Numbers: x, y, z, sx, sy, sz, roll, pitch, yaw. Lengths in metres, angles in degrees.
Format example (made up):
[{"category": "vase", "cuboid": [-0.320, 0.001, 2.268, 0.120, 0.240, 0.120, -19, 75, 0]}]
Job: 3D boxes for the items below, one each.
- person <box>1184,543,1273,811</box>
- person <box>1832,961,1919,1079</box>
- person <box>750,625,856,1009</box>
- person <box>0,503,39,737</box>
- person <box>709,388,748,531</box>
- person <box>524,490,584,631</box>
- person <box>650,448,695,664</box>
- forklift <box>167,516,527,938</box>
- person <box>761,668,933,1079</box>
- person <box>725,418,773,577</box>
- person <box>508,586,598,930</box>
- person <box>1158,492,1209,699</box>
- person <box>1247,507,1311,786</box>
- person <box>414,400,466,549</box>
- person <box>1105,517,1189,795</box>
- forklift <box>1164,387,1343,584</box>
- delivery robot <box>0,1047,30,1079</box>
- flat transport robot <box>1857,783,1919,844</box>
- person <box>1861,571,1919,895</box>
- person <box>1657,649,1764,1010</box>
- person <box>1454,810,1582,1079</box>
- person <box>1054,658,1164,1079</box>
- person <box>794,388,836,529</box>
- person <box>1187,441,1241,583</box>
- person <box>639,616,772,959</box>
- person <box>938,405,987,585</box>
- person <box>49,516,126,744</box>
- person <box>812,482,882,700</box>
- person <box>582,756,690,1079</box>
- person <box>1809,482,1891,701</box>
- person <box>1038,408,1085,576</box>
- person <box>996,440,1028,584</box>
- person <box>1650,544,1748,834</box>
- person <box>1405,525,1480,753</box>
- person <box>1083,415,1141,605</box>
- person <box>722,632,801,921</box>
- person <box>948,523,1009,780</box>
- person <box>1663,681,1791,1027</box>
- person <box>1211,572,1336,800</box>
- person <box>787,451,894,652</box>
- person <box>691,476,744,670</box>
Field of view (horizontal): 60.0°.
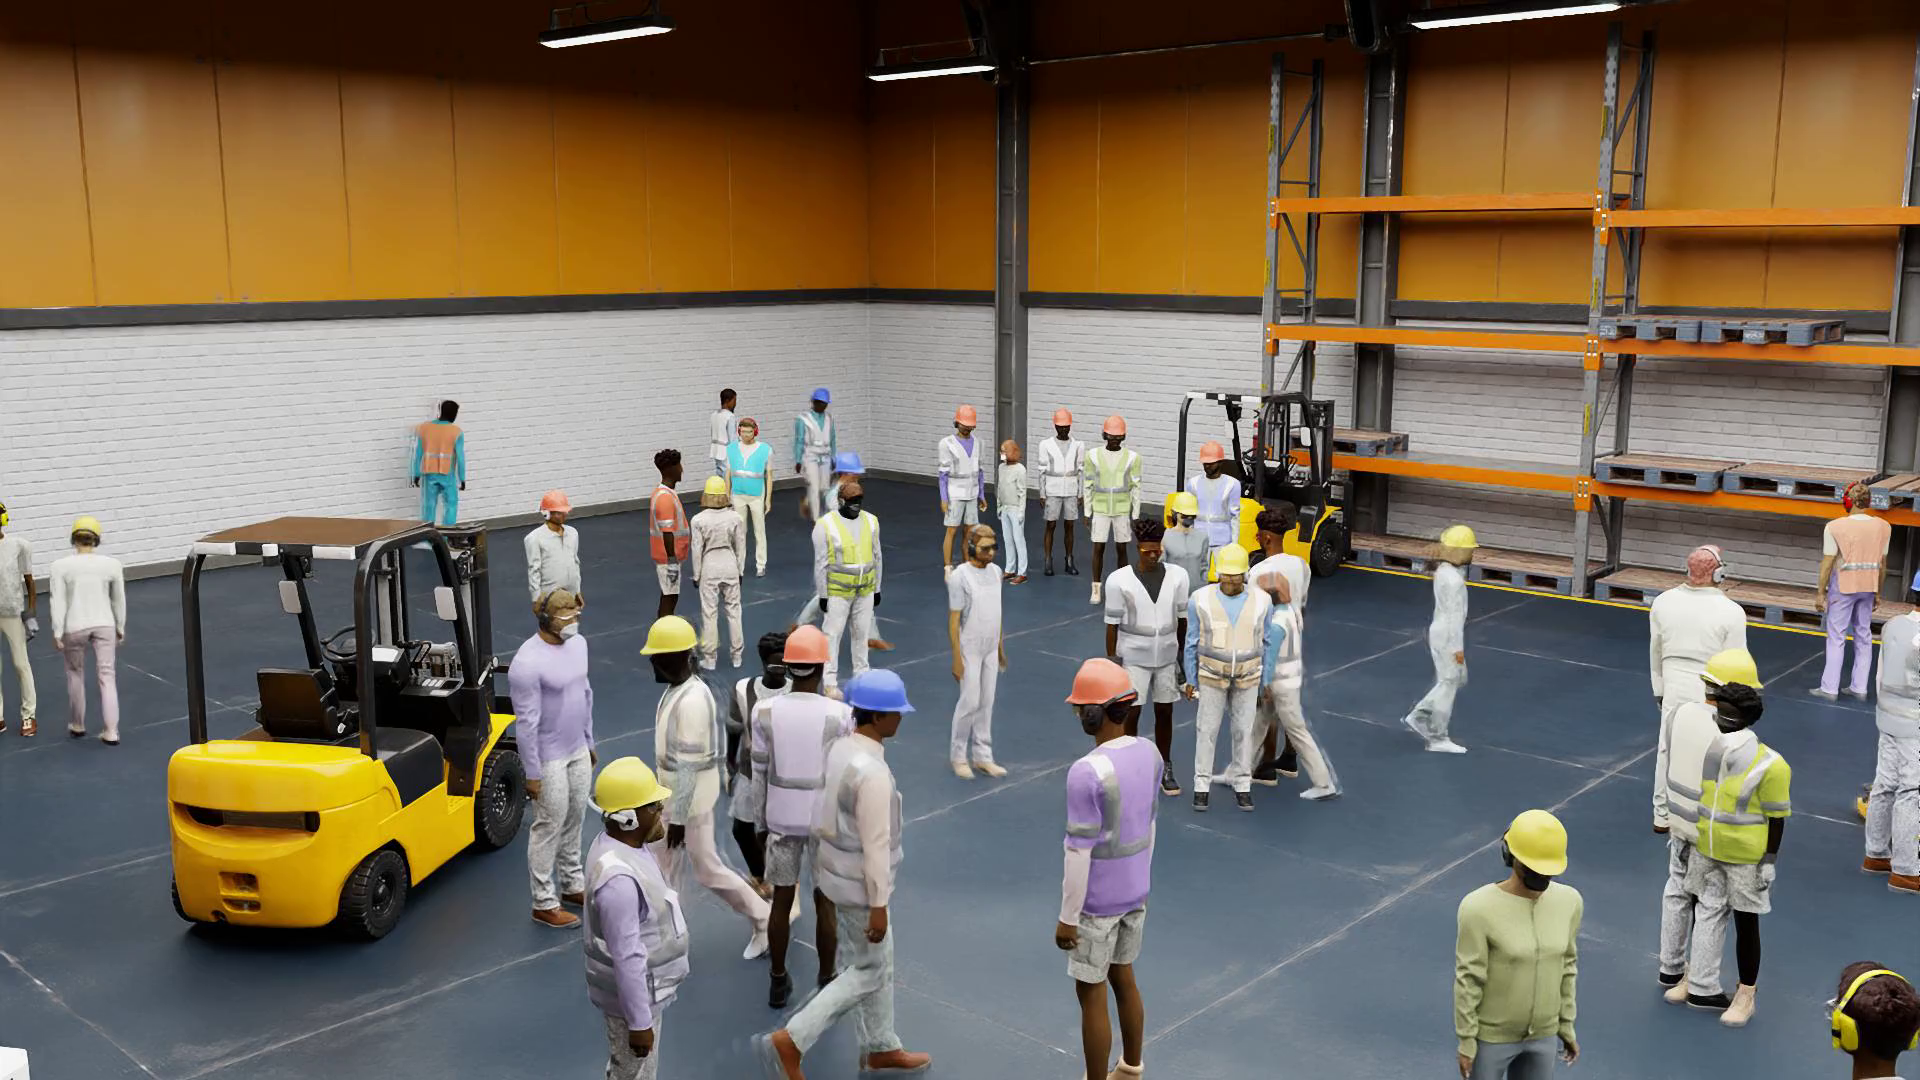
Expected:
[{"category": "person", "cuboid": [1.799, 0.916, 11.129, 0.600, 1.827, 0.404, 0, 10, 2]}, {"category": "person", "cuboid": [2.429, 2.061, 4.548, 0.505, 1.857, 0.331, -2, 10, -9]}, {"category": "person", "cuboid": [-0.748, 1.374, 8.239, 0.564, 1.930, 0.390, 2, 10, 9]}, {"category": "person", "cuboid": [-7.391, 0.599, 12.820, 0.515, 1.872, 0.328, -2, 10, -11]}, {"category": "person", "cuboid": [-3.115, -1.058, 22.135, 0.391, 1.913, 0.588, -7, 12, -35]}, {"category": "person", "cuboid": [-3.393, 0.446, 14.013, 0.321, 1.754, 0.563, 6, 12, 31]}, {"category": "person", "cuboid": [-2.633, 0.142, 15.145, 0.361, 1.965, 0.613, -2, 10, -13]}, {"category": "forklift", "cuboid": [-3.583, 0.976, 9.748, 1.214, 2.155, 2.313, 2, 10, 11]}, {"category": "person", "cuboid": [-0.514, 1.527, 7.424, 0.718, 1.922, 0.625, -3, 10, -15]}, {"category": "person", "cuboid": [-2.416, -0.492, 19.113, 0.566, 1.842, 0.389, 2, 10, 9]}, {"category": "person", "cuboid": [-2.244, 1.199, 9.252, 0.367, 1.929, 0.637, 4, 11, 19]}, {"category": "person", "cuboid": [1.848, 0.489, 13.851, 0.533, 1.729, 0.330, -4, 11, -21]}, {"category": "person", "cuboid": [2.203, 0.744, 11.722, 0.614, 1.962, 0.366, -9, 14, -42]}, {"category": "person", "cuboid": [-6.545, -0.802, 20.801, 0.738, 1.879, 0.387, 1, 10, 5]}, {"category": "person", "cuboid": [1.290, 0.804, 11.433, 0.611, 1.954, 0.394, -2, 10, -12]}, {"category": "forklift", "cuboid": [3.298, -0.608, 18.767, 1.214, 2.155, 2.313, 9, 13, 42]}, {"category": "delivery robot", "cuboid": [-4.105, 2.287, 6.685, 0.477, 0.478, 0.707, 2, 10, 11]}, {"category": "flat transport robot", "cuboid": [6.196, 1.832, 10.350, 0.652, 0.197, 1.431, 2, 10, 9]}, {"category": "person", "cuboid": [5.612, 1.097, 9.773, 0.403, 1.942, 0.608, 0, 10, 1]}, {"category": "person", "cuboid": [3.725, 1.431, 8.243, 0.403, 1.818, 0.601, -3, 10, -14]}, {"category": "person", "cuboid": [2.058, 1.830, 6.136, 0.523, 1.759, 0.335, -3, 10, -16]}, {"category": "person", "cuboid": [0.617, 1.510, 7.190, 0.409, 2.030, 0.611, 8, 12, 37]}, {"category": "person", "cuboid": [-1.983, -1.110, 22.417, 0.629, 1.916, 0.724, -8, 13, -38]}, {"category": "person", "cuboid": [2.426, 0.003, 16.054, 0.545, 1.931, 0.387, 5, 11, 24]}, {"category": "person", "cuboid": [-1.371, 1.316, 8.677, 0.908, 1.896, 0.597, -4, 11, -22]}, {"category": "person", "cuboid": [0.046, -0.498, 18.597, 0.605, 2.035, 0.392, -7, 12, -35]}, {"category": "person", "cuboid": [-6.687, 0.688, 12.766, 0.549, 1.698, 0.790, -8, 13, -37]}, {"category": "person", "cuboid": [-0.927, 0.419, 13.969, 0.623, 1.835, 0.431, -6, 12, -32]}, {"category": "person", "cuboid": [-1.249, 1.733, 6.455, 0.404, 1.837, 0.589, -2, 10, -14]}, {"category": "person", "cuboid": [7.415, 0.440, 13.821, 0.561, 1.837, 0.388, -1, 10, -6]}, {"category": "person", "cuboid": [1.177, -0.551, 19.176, 0.545, 1.938, 0.359, -2, 10, -11]}, {"category": "person", "cuboid": [0.578, -0.320, 18.755, 0.288, 1.628, 0.502, -7, 12, -33]}, {"category": "person", "cuboid": [4.695, 0.976, 10.555, 0.410, 1.913, 0.643, -7, 12, -35]}, {"category": "person", "cuboid": [3.644, 0.744, 12.411, 0.388, 1.729, 0.489, 2, 10, 10]}, {"category": "person", "cuboid": [1.603, -0.311, 17.541, 0.607, 2.036, 0.412, 1, 10, 6]}, {"category": "person", "cuboid": [-1.038, 1.310, 9.291, 0.569, 1.682, 0.390, 2, 10, 9]}, {"category": "person", "cuboid": [0.138, 0.790, 11.821, 0.349, 1.846, 0.516, 9, 14, 43]}, {"category": "person", "cuboid": [3.741, 1.513, 8.107, 0.317, 1.696, 0.540, -6, 12, -32]}, {"category": "person", "cuboid": [2.176, 0.996, 11.365, 0.899, 1.588, 0.523, 3, 10, 14]}, {"category": "person", "cuboid": [-1.135, 0.112, 15.511, 0.971, 1.916, 0.600, 3, 10, 17]}, {"category": "person", "cuboid": [-2.173, 0.292, 14.928, 0.485, 1.744, 0.296, -4, 11, -22]}]
